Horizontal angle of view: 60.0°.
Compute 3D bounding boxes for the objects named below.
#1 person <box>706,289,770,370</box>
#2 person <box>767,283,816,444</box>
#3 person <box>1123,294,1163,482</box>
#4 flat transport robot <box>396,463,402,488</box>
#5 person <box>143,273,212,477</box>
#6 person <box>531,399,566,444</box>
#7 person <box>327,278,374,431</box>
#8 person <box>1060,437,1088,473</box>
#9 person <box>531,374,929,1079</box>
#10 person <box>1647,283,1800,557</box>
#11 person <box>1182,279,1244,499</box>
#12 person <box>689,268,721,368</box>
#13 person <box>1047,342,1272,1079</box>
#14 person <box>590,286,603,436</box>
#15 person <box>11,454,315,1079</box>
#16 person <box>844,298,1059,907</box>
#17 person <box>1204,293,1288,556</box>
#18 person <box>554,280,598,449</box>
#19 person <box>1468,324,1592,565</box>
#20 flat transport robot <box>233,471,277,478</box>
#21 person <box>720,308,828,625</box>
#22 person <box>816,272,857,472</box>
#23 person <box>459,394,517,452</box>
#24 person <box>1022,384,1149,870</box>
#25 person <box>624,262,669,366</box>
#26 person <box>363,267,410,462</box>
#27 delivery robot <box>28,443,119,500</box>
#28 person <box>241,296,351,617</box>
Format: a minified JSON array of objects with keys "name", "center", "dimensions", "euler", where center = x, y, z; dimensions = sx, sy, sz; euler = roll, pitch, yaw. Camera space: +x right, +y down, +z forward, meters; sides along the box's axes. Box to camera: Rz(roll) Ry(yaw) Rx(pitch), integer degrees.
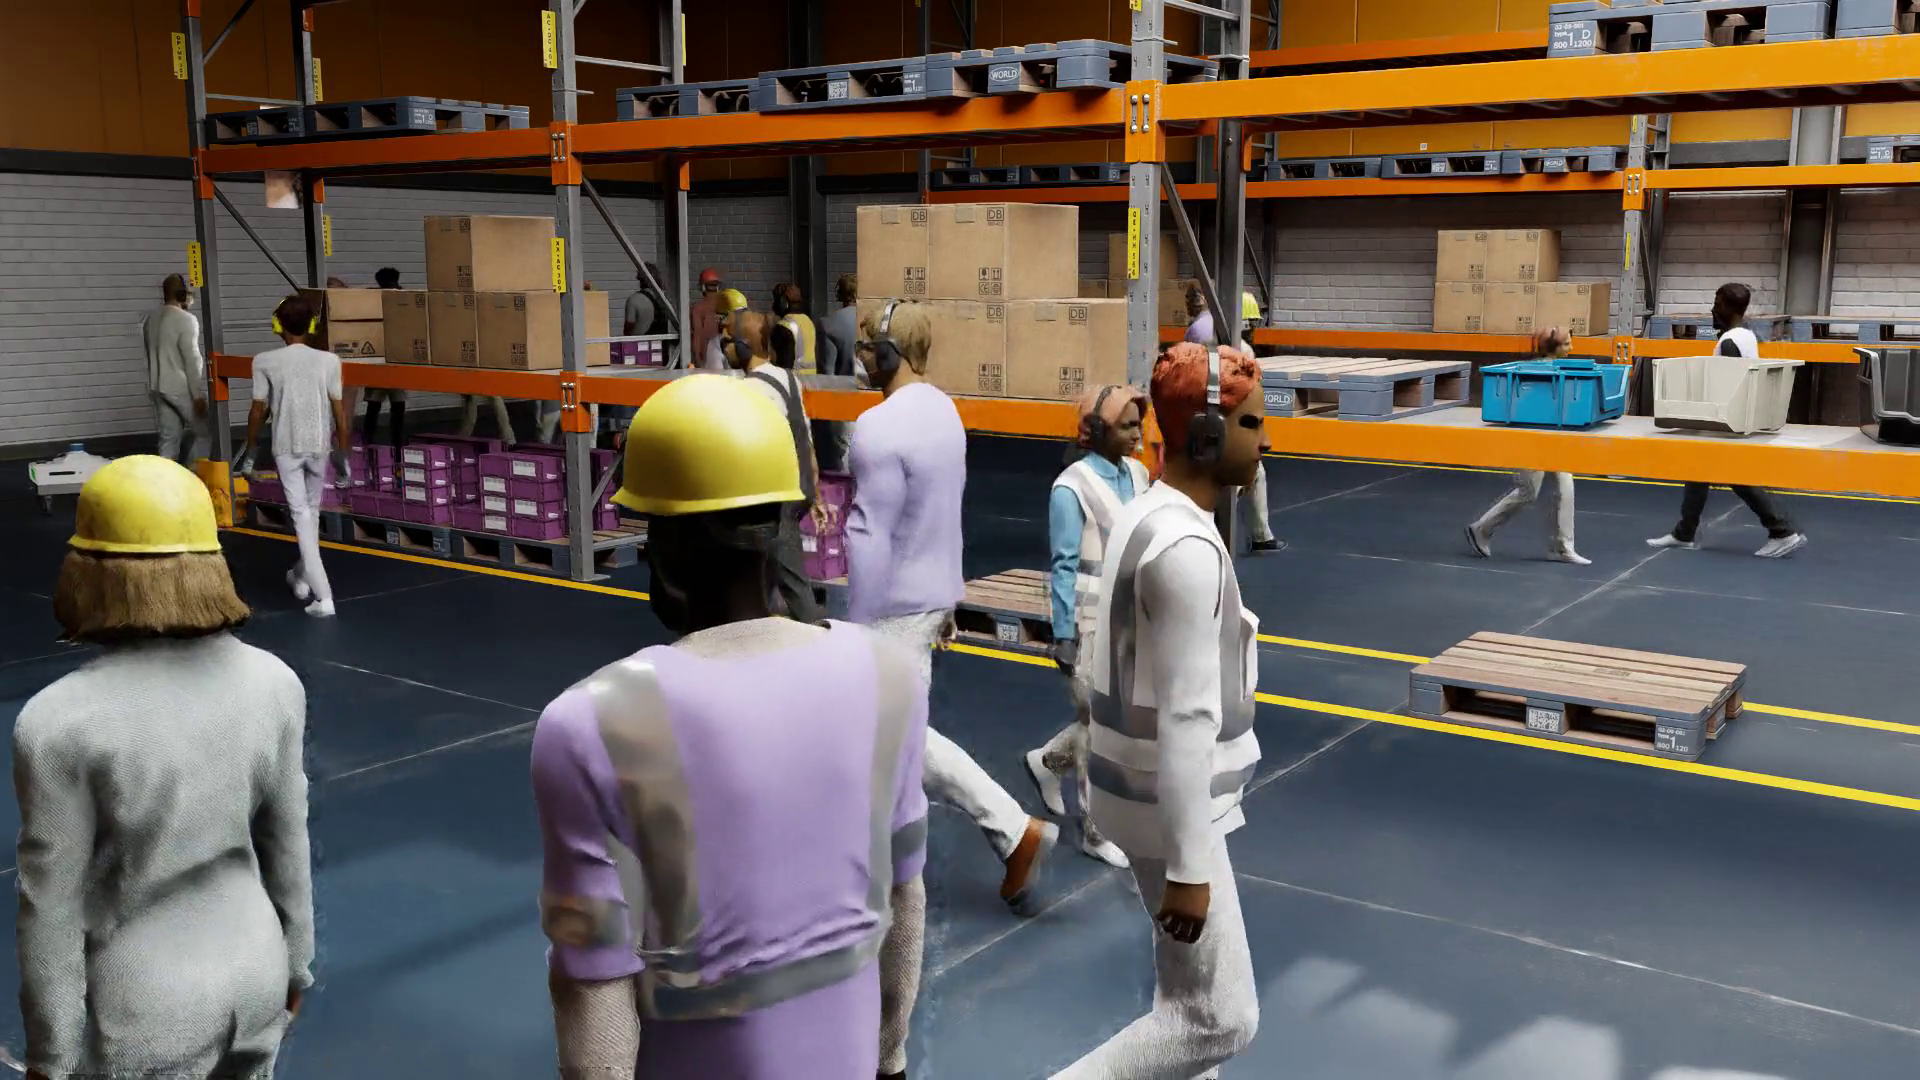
[{"name":"person","center":[-1.621,-0.881,11.945],"dimensions":[0.403,1.826,0.596],"euler":[7,12,35]},{"name":"person","center":[-1.417,-1.209,13.834],"dimensions":[0.430,1.844,0.624],"euler":[2,10,14]},{"name":"person","center":[1.589,-1.385,15.263],"dimensions":[0.527,1.718,0.923],"euler":[-5,11,-29]},{"name":"flat transport robot","center":[-4.806,-0.561,14.639],"dimensions":[1.431,0.197,0.652],"euler":[-7,12,-35]},{"name":"person","center":[-6.280,-1.172,13.403],"dimensions":[0.708,1.917,0.489],"euler":[6,11,32]},{"name":"person","center":[-3.326,-1.061,13.716],"dimensions":[0.504,1.602,0.843],"euler":[-8,13,-40]},{"name":"person","center":[-5.944,-1.544,15.780],"dimensions":[0.654,1.855,0.962],"euler":[2,10,11]},{"name":"person","center":[0.938,-0.764,11.652],"dimensions":[0.432,1.683,0.536],"euler":[7,12,35]},{"name":"person","center":[-0.278,0.720,2.246],"dimensions":[0.600,1.885,1.002],"euler":[-7,12,-36]},{"name":"person","center":[5.330,-0.826,11.443],"dimensions":[0.943,1.882,0.600],"euler":[5,11,28]},{"name":"person","center":[1.922,-1.087,12.973],"dimensions":[0.532,1.885,0.655],"euler":[3,10,19]},{"name":"person","center":[-2.682,-2.058,18.594],"dimensions":[0.659,1.950,0.903],"euler":[-7,12,-36]},{"name":"person","center":[0.383,0.542,3.309],"dimensions":[0.531,1.869,0.586],"euler":[0,10,3]},{"name":"person","center":[-4.374,-2.044,19.101],"dimensions":[0.591,1.741,0.549],"euler":[-6,12,-34]},{"name":"person","center":[-1.203,0.728,2.640],"dimensions":[0.533,1.725,0.495],"euler":[5,11,27]},{"name":"person","center":[-0.094,0.211,5.170],"dimensions":[0.831,1.919,0.637],"euler":[3,10,18]},{"name":"person","center":[1.930,-0.777,11.363],"dimensions":[0.807,1.798,0.605],"euler":[-4,10,-24]},{"name":"person","center":[-3.450,-1.399,14.860],"dimensions":[0.523,1.871,0.637],"euler":[5,11,28]},{"name":"person","center":[3.856,-0.645,11.155],"dimensions":[0.730,1.612,0.516],"euler":[7,12,38]},{"name":"flat transport robot","center":[-6.083,-0.436,13.898],"dimensions":[1.431,0.197,0.652],"euler":[-4,10,-21]},{"name":"person","center":[-0.961,-0.155,7.671],"dimensions":[0.916,1.799,0.528],"euler":[3,10,20]},{"name":"person","center":[-0.811,-1.078,12.780],"dimensions":[0.627,1.935,0.372],"euler":[-5,11,-26]},{"name":"person","center":[-4.408,-1.482,15.534],"dimensions":[0.977,1.810,0.570],"euler":[9,13,41]},{"name":"person","center":[0.432,0.278,5.614],"dimensions":[0.494,1.619,0.530],"euler":[7,12,37]},{"name":"person","center":[-3.630,-2.289,19.670],"dimensions":[0.808,2.000,0.692],"euler":[9,13,43]},{"name":"person","center":[-5.556,-1.674,16.267],"dimensions":[0.467,1.956,0.748],"euler":[6,11,33]},{"name":"delivery robot","center":[-7.069,-0.531,13.338],"dimensions":[0.707,0.478,0.477],"euler":[-5,11,-29]},{"name":"person","center":[-3.847,-0.492,9.629],"dimensions":[0.539,1.819,0.971],"euler":[-8,12,-40]}]
